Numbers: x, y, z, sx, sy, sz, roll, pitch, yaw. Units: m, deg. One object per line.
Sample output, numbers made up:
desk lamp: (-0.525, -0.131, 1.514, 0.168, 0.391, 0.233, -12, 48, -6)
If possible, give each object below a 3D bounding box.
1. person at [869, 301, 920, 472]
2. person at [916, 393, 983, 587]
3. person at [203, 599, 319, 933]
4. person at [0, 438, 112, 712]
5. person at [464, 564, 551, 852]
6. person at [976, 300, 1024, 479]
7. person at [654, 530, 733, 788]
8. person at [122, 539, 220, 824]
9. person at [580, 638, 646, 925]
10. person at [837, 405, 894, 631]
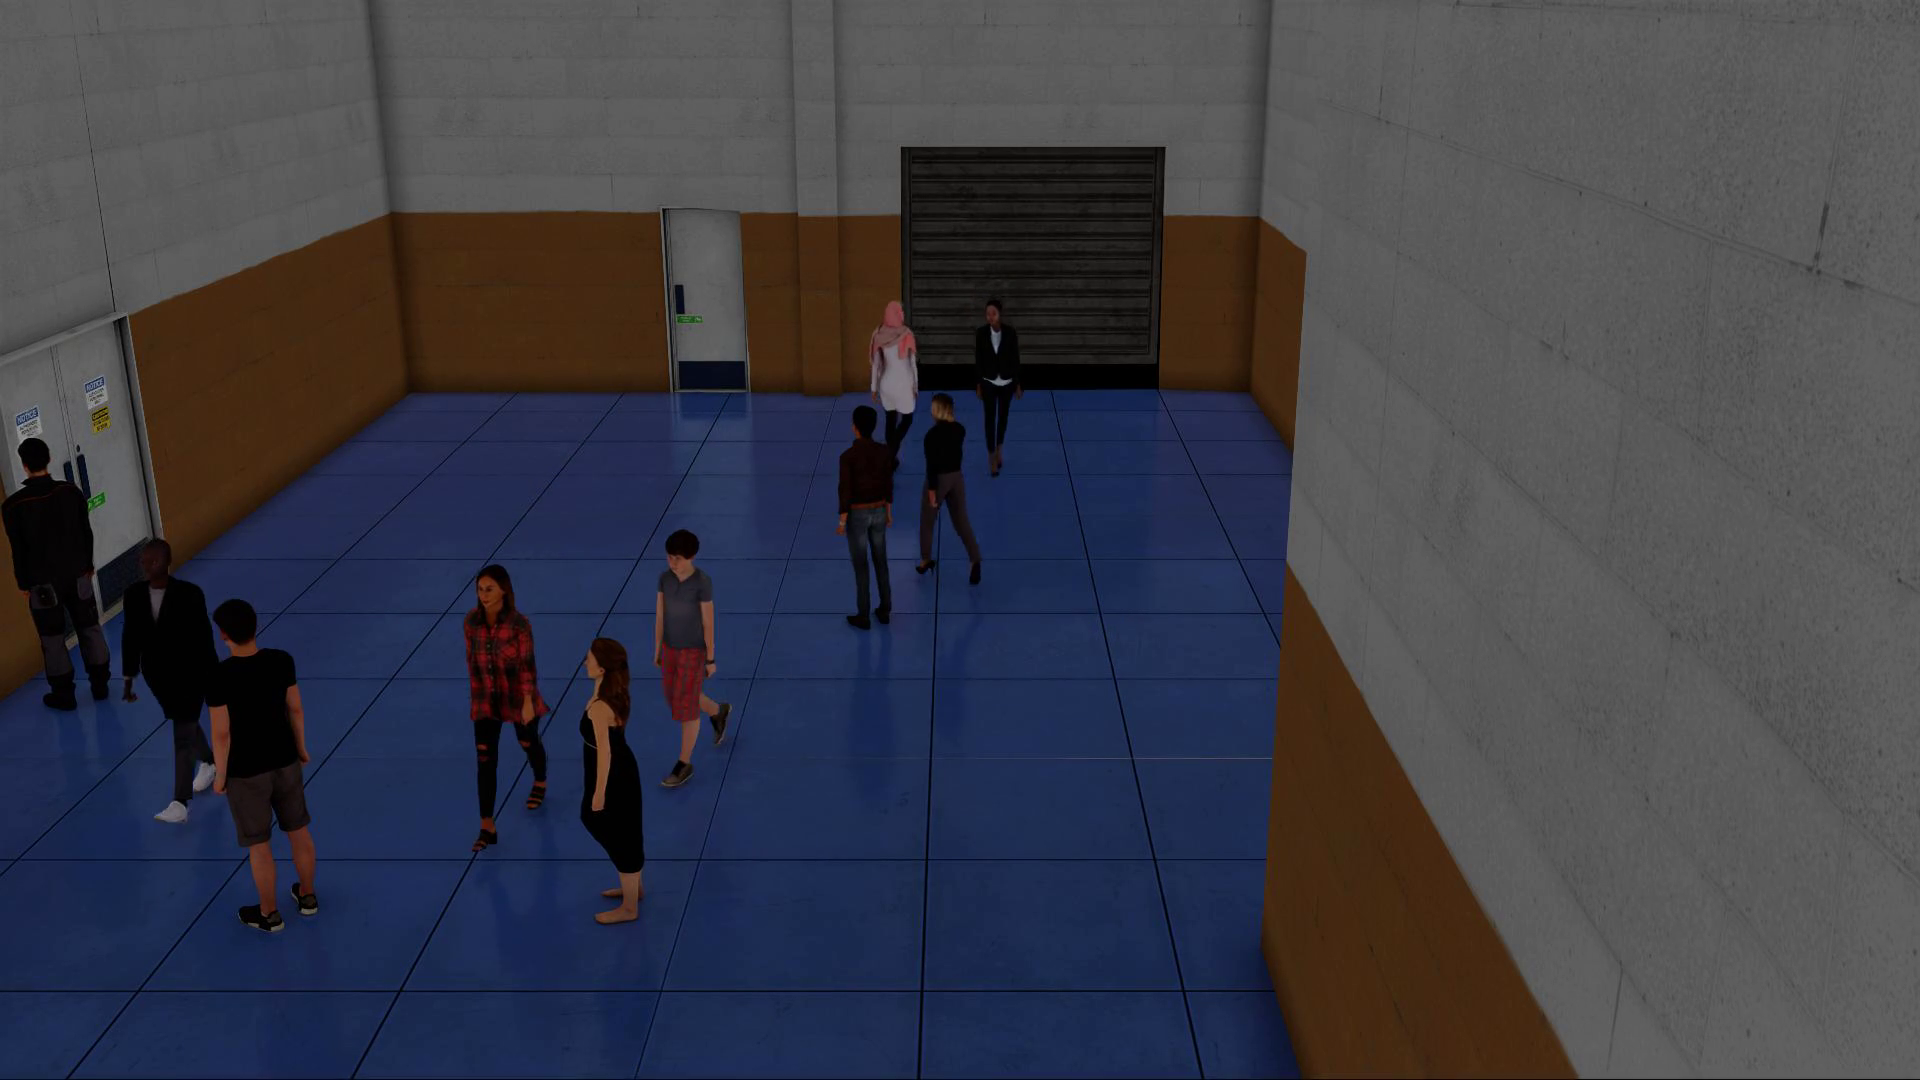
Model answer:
person: (-0.650, -1.530, 17.021, 0.914, 1.792, 0.838, 3, 19, 9)
person: (-0.056, -0.387, 13.870, 1.033, 1.638, 1.043, -15, 24, -37)
person: (-3.713, 1.190, 8.848, 0.815, 1.858, 0.769, 16, 24, 39)
person: (-6.287, 0.224, 11.577, 0.829, 1.946, 0.789, 15, 24, 38)
person: (-2.656, 0.941, 9.897, 1.060, 1.660, 0.824, 4, 19, 11)
person: (0.389, -1.574, 17.136, 0.976, 1.801, 0.695, -1, 19, -3)
person: (-1.708, 0.701, 10.631, 1.041, 1.633, 0.979, 10, 21, 28)
person: (-4.757, 0.808, 10.201, 1.096, 1.718, 0.802, 2, 19, 7)
person: (-1.856, 1.283, 8.938, 0.551, 1.624, 0.554, 1, 19, 2)
person: (-0.727, -0.179, 13.032, 0.661, 1.779, 0.778, -12, 22, -32)
